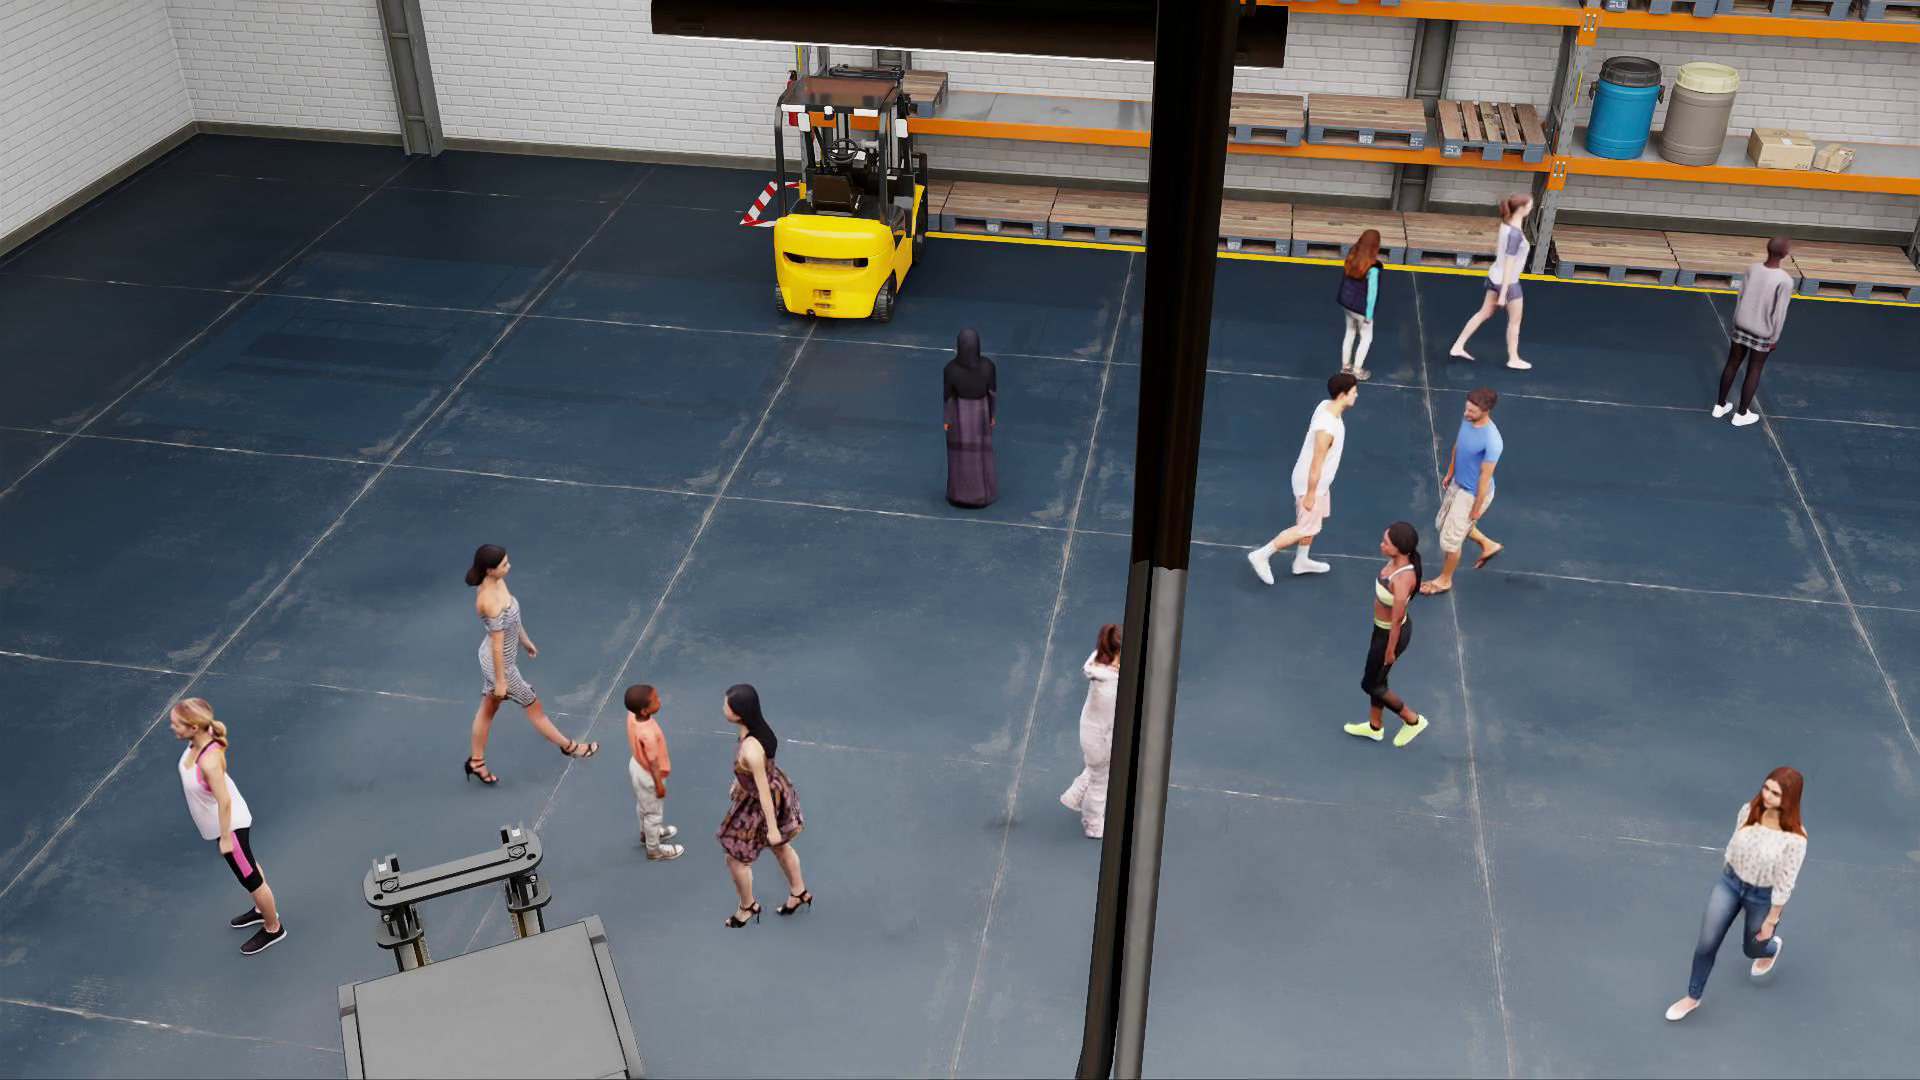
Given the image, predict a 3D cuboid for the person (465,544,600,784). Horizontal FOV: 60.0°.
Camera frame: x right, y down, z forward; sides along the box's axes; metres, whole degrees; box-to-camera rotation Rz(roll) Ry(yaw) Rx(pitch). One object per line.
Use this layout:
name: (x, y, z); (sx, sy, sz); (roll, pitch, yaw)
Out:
person: (-3.030, 0.840, 10.621); (1.187, 1.780, 0.940); (-8, 34, -12)

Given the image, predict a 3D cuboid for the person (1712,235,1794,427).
person: (7.014, -1.862, 14.693); (0.741, 1.771, 0.689); (-20, 38, -27)

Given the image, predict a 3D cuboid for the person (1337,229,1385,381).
person: (3.649, -2.174, 15.414); (0.789, 1.494, 0.731); (-15, 37, -22)

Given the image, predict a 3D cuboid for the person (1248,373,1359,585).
person: (2.613, -0.467, 12.606); (0.891, 1.758, 0.706); (12, 35, 17)

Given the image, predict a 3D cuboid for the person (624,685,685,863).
person: (-1.920, 1.412, 10.186); (0.600, 1.310, 0.555); (-15, 36, -21)

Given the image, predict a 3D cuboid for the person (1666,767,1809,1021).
person: (4.367, 1.913, 9.070); (1.073, 1.709, 1.008); (-21, 39, -28)

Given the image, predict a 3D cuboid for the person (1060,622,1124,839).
person: (0.805, 1.168, 10.223); (0.711, 1.673, 0.690); (0, 34, 0)

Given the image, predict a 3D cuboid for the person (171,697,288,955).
person: (-4.160, 1.601, 9.468); (0.724, 1.788, 0.681); (-18, 38, -25)

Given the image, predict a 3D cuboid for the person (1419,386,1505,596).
person: (3.877, -0.381, 12.410); (1.043, 1.833, 0.880); (-2, 34, -3)

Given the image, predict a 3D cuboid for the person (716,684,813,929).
person: (-1.057, 1.548, 9.582); (0.845, 1.749, 0.764); (-3, 34, -5)

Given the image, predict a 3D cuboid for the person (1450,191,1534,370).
person: (5.000, -2.422, 15.559); (1.039, 1.745, 0.720); (-1, 34, -1)

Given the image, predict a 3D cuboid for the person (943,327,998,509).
person: (0.075, -1.008, 13.552); (0.621, 1.614, 0.733); (-4, 34, -6)

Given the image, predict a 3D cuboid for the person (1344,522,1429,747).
person: (2.922, 0.645, 10.947); (0.758, 1.743, 0.590); (8, 34, 12)
